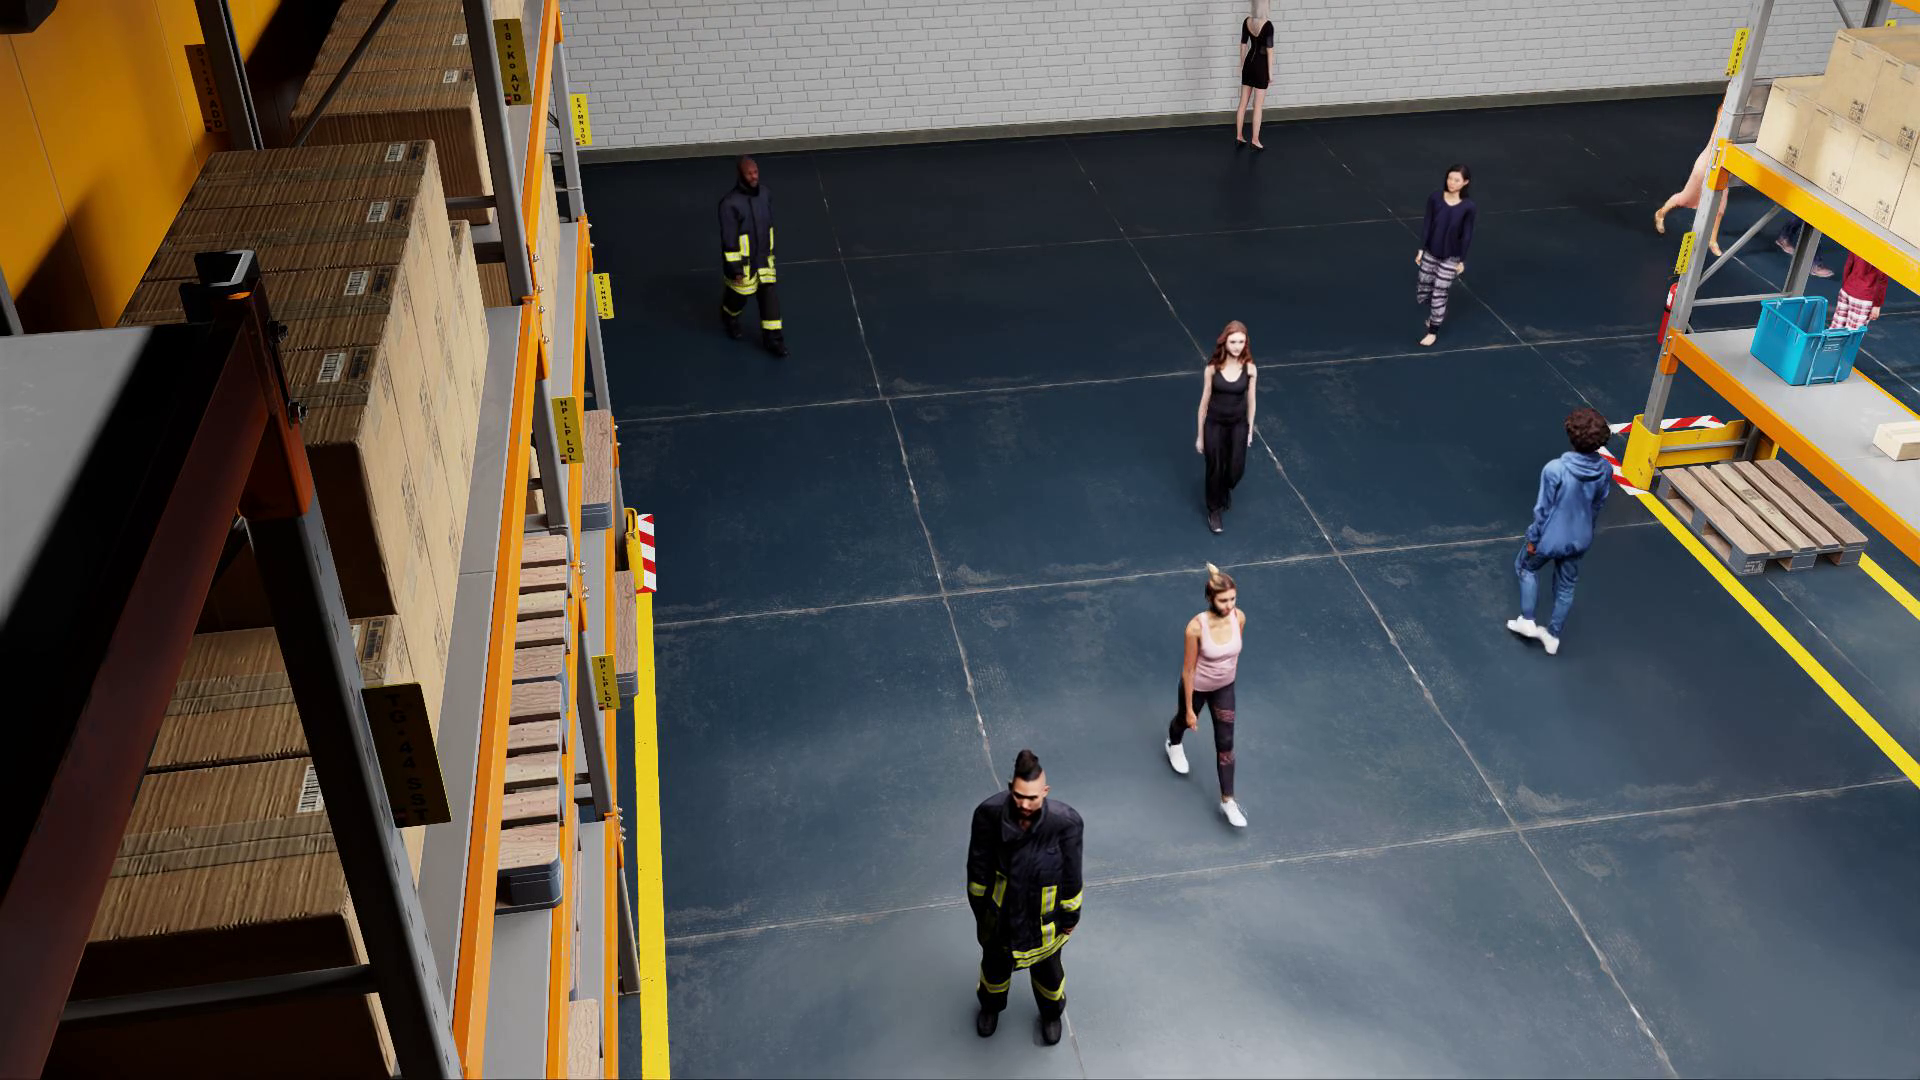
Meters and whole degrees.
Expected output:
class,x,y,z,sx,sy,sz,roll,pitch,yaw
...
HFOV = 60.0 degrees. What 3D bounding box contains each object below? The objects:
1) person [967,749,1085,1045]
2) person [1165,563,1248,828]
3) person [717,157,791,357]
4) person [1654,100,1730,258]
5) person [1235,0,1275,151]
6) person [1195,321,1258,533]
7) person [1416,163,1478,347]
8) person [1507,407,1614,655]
class,x,y,z,sx,sy,sz,roll,pitch,yaw
person,0.328,1.770,8.311,0.838,1.859,0.819,6,34,9
person,1.429,0.847,9.942,0.671,1.591,1.122,-10,35,-15
person,-1.949,-2.568,14.901,1.093,1.789,1.314,-23,40,-31
person,7.481,-3.789,16.738,0.950,1.790,1.202,-22,39,-29
person,3.397,-5.393,19.117,0.627,1.827,0.722,28,43,36
person,1.959,-0.896,12.436,0.655,1.733,0.770,0,34,0
person,4.396,-2.606,15.018,0.791,1.723,0.852,23,40,31
person,4.027,-0.004,11.037,0.689,1.797,0.620,-4,34,-6
